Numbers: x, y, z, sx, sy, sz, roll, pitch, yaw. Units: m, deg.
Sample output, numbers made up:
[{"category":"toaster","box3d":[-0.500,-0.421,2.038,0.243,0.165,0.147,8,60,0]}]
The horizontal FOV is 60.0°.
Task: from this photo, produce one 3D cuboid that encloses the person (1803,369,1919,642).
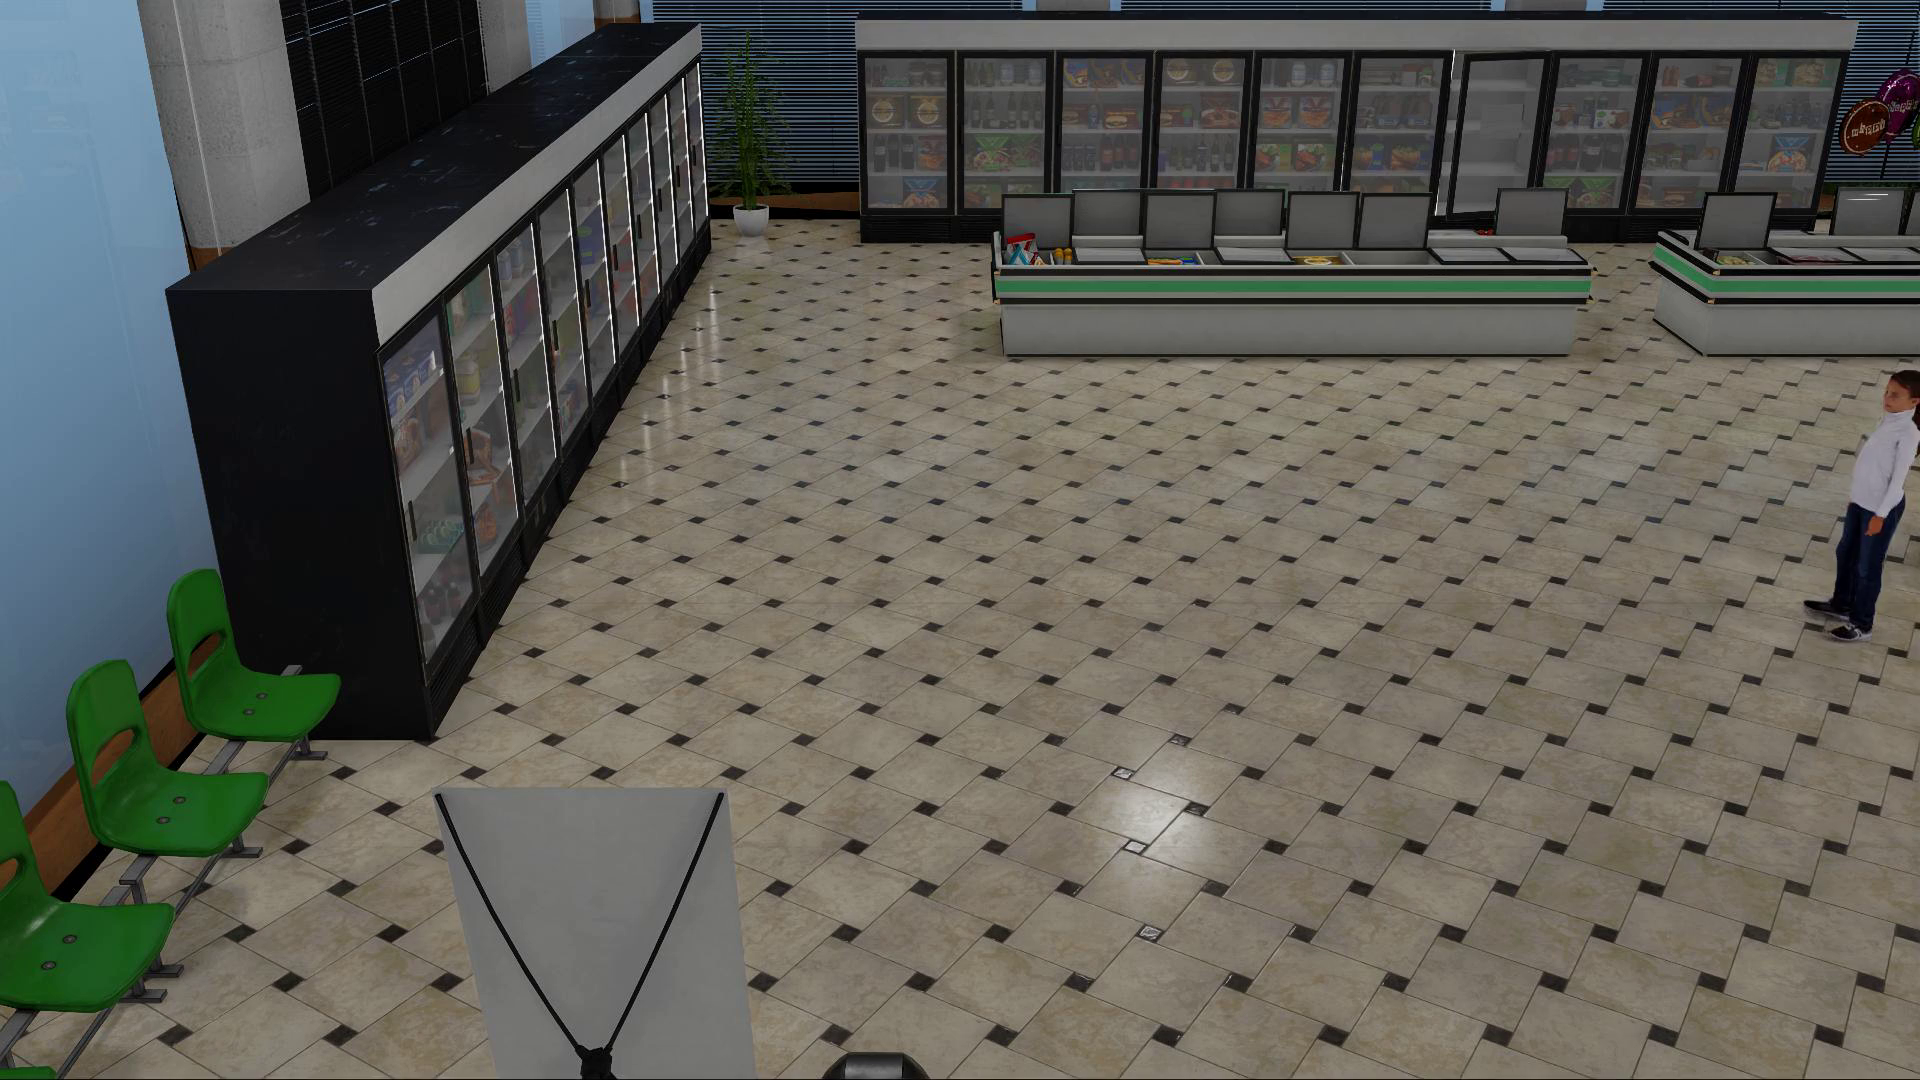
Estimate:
[{"category":"person","box3d":[5.010,-0.201,9.085,0.511,1.555,0.634,3,24,7]}]
